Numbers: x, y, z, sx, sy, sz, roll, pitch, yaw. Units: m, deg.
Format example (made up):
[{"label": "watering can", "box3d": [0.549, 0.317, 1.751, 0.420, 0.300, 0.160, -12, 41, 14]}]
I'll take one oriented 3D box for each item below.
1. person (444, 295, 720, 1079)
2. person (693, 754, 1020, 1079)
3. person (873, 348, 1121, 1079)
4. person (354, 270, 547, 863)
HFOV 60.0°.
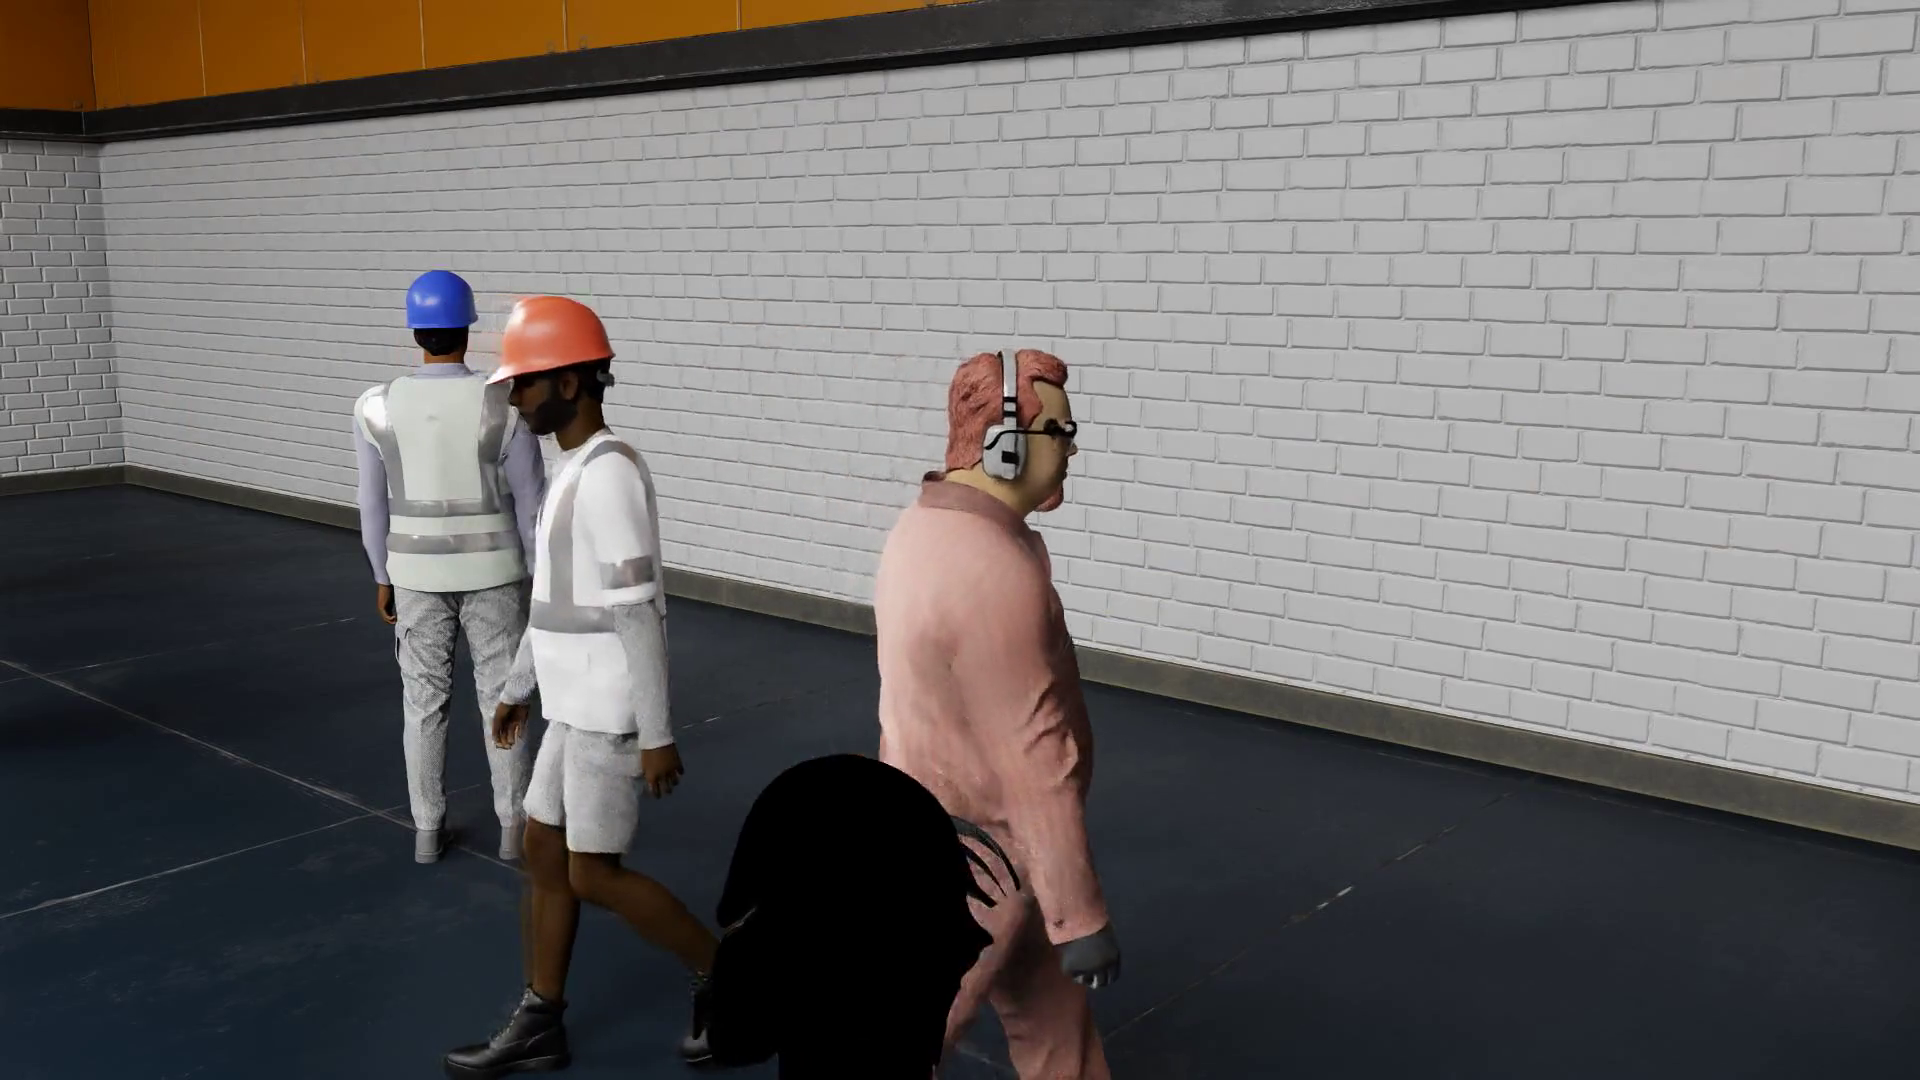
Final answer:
[{"label": "person", "box3d": [-0.875, 0.383, 3.980, 0.825, 1.908, 0.596, -3, 10, -18]}, {"label": "person", "box3d": [-0.070, 0.964, 1.079, 0.533, 1.765, 0.330, 4, 11, 21]}, {"label": "person", "box3d": [0.021, 0.579, 3.052, 1.035, 1.857, 0.636, -1, 10, -6]}, {"label": "person", "box3d": [-1.644, 0.102, 5.456, 0.605, 1.951, 0.380, -1, 10, -4]}]
